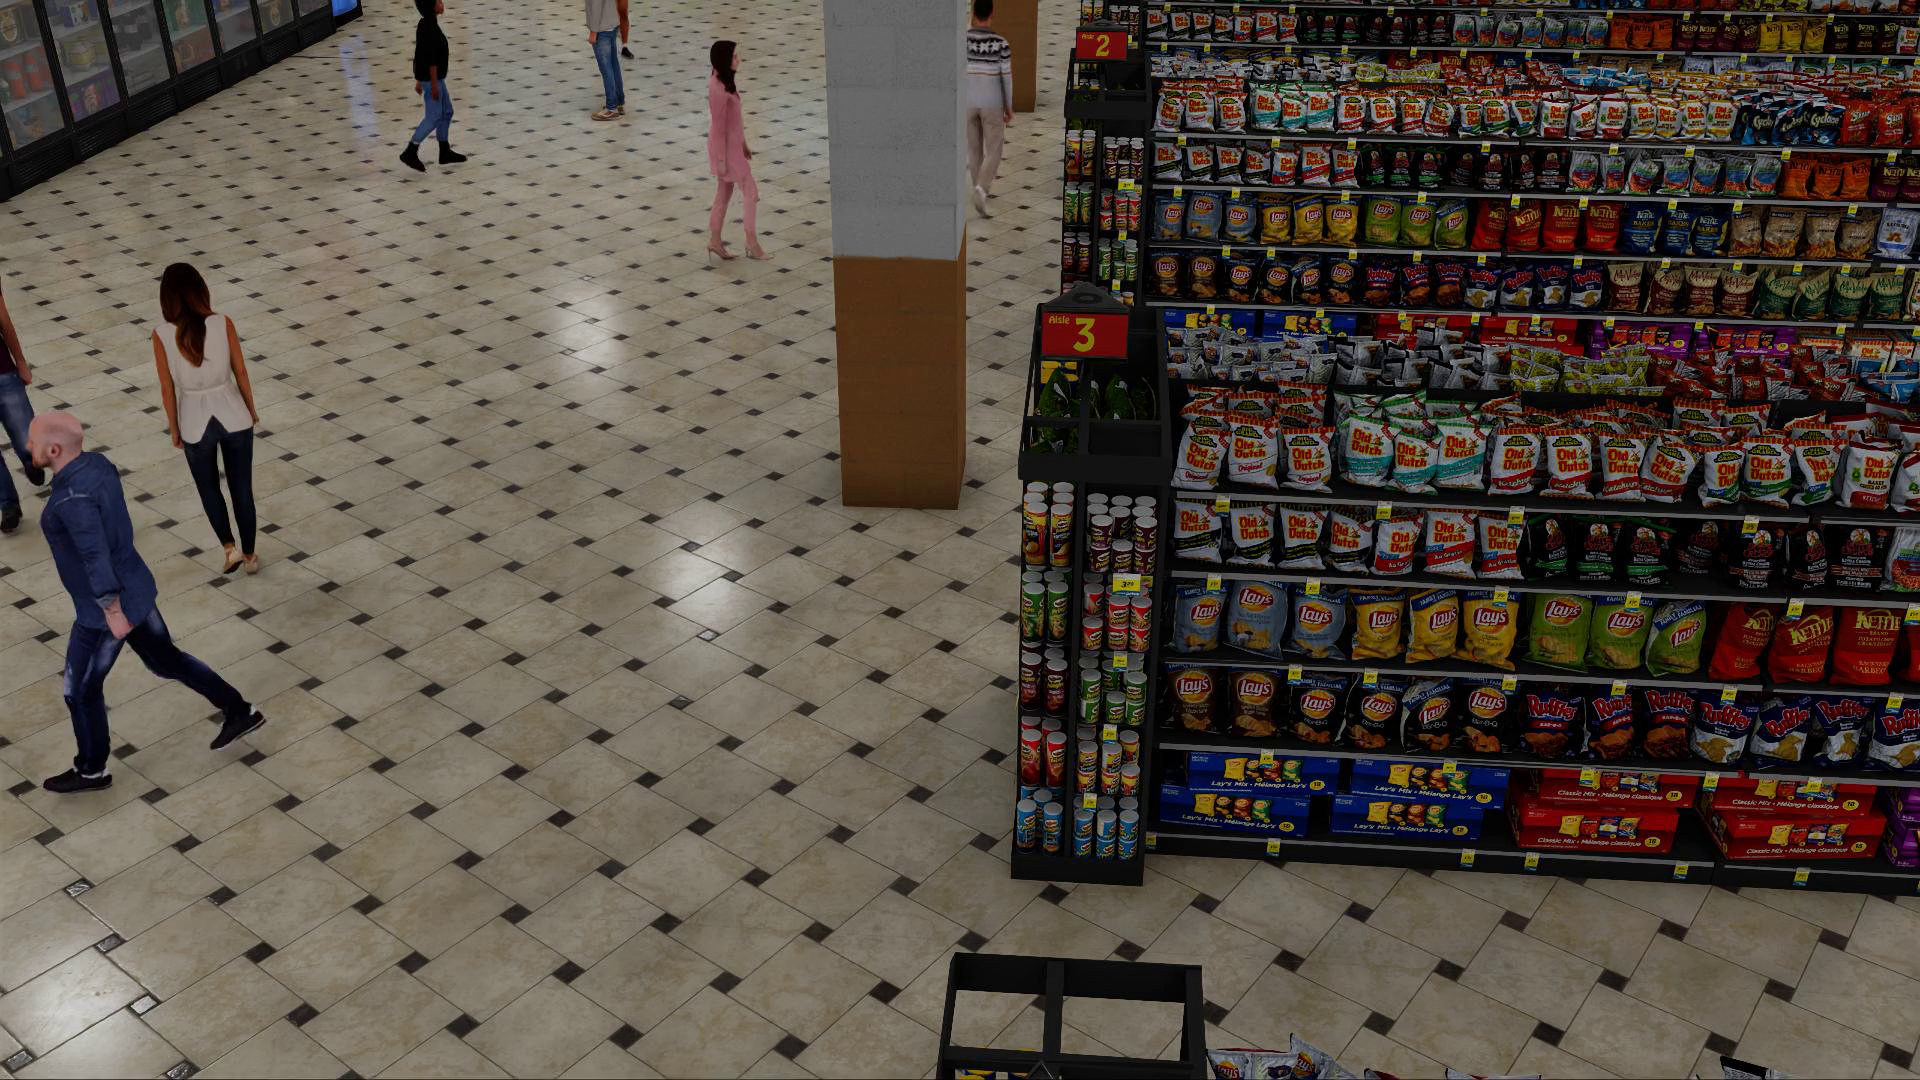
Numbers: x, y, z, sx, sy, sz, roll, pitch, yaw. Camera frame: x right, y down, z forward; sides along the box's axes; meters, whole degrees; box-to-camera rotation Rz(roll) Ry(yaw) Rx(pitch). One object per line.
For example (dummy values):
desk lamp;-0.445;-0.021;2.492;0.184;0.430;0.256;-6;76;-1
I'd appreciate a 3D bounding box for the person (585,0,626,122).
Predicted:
person;-3.751;-5.410;17.531;0.607;1.900;0.674;6;29;10

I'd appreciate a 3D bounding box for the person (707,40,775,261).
person;-1.969;-3.113;13.445;0.843;1.783;0.729;-4;29;-8

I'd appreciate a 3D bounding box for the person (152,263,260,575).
person;-3.926;-0.573;8.800;0.776;1.777;0.828;-14;32;-24

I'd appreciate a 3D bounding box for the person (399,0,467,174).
person;-5.094;-4.327;15.810;0.956;1.649;0.807;-10;30;-17

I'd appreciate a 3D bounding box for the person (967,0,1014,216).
person;0.178;-3.823;14.696;1.081;1.831;0.888;8;30;13

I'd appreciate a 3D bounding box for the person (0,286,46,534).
person;-5.587;-0.981;9.486;1.002;1.835;0.998;-13;31;-22

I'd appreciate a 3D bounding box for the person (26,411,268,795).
person;-3.589;0.277;7.234;1.283;1.786;0.999;-7;29;-13
